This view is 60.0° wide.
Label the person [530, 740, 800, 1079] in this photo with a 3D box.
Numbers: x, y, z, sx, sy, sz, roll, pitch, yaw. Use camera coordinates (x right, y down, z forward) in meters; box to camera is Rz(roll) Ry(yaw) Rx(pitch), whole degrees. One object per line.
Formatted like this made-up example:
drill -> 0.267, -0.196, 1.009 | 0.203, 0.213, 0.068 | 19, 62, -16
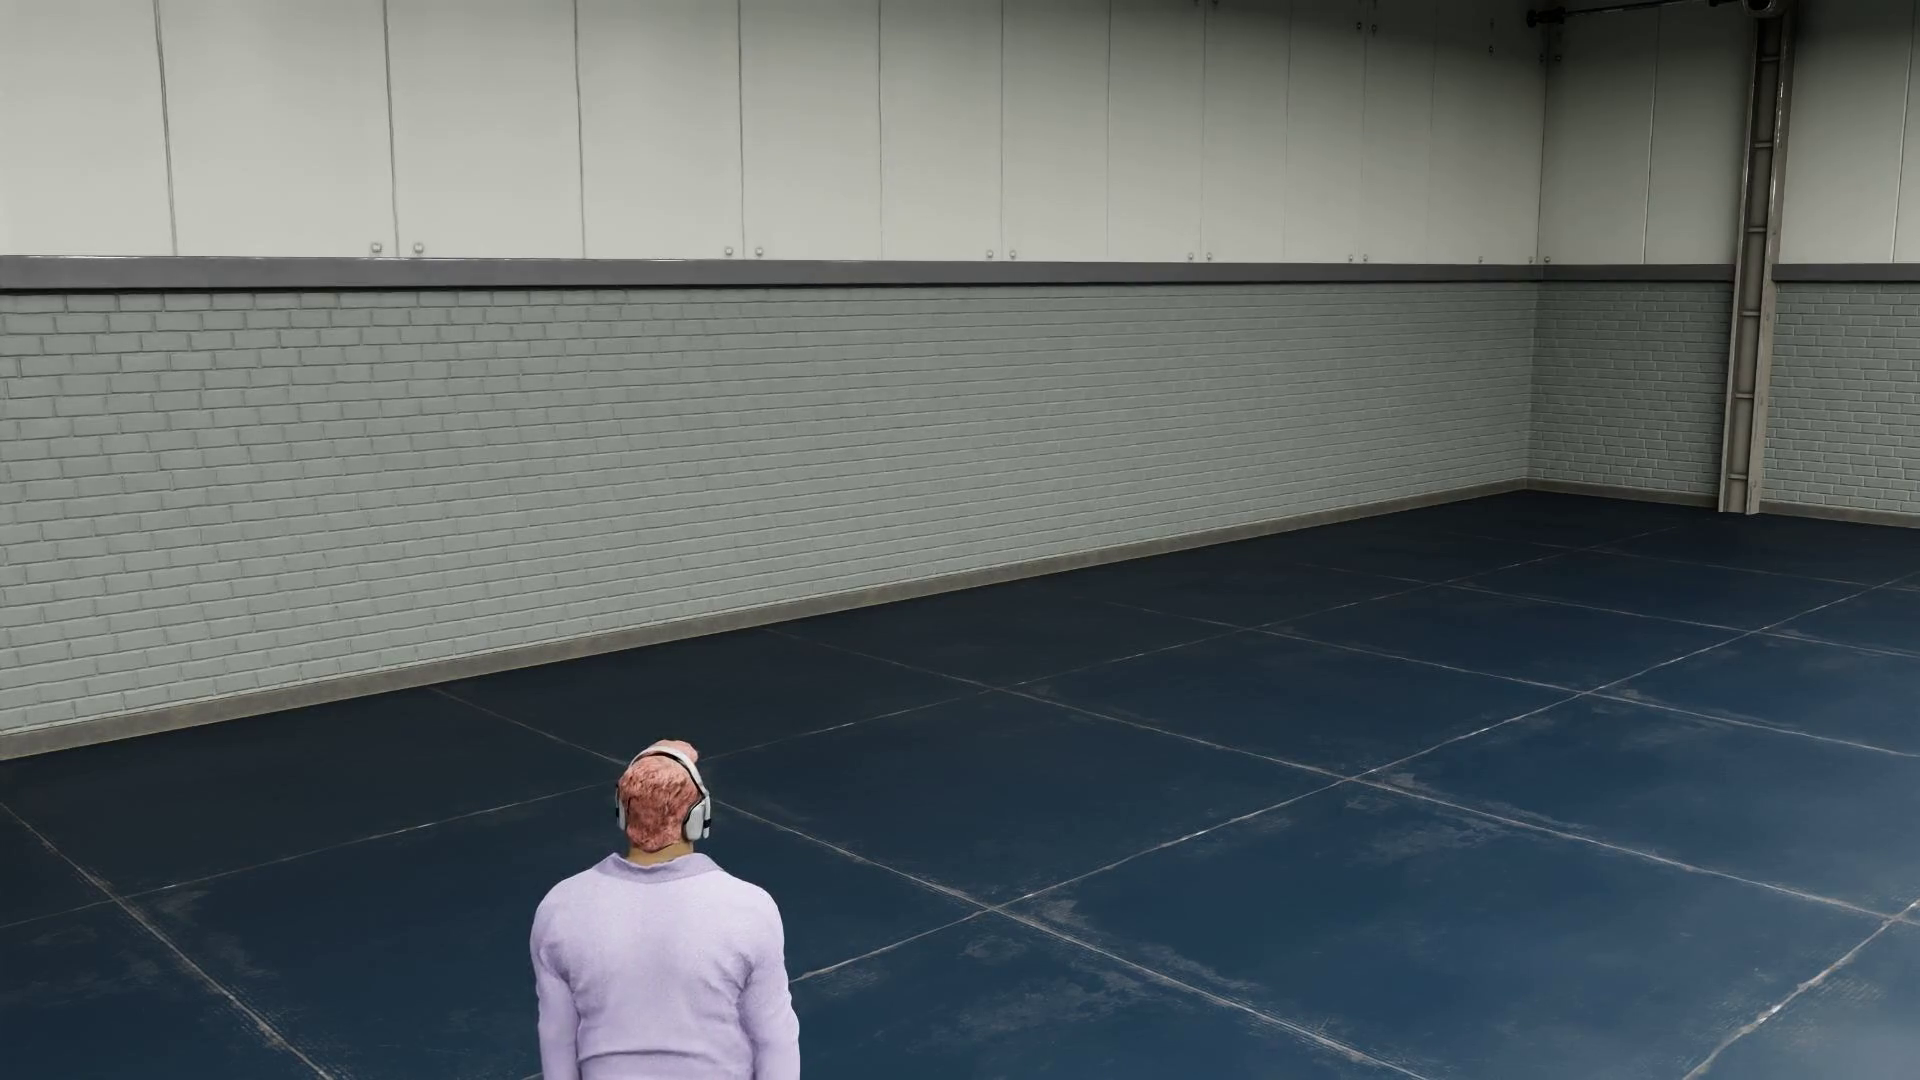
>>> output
person -> -0.696, 1.430, 4.105 | 0.636, 1.911, 0.405 | 1, 9, 7
